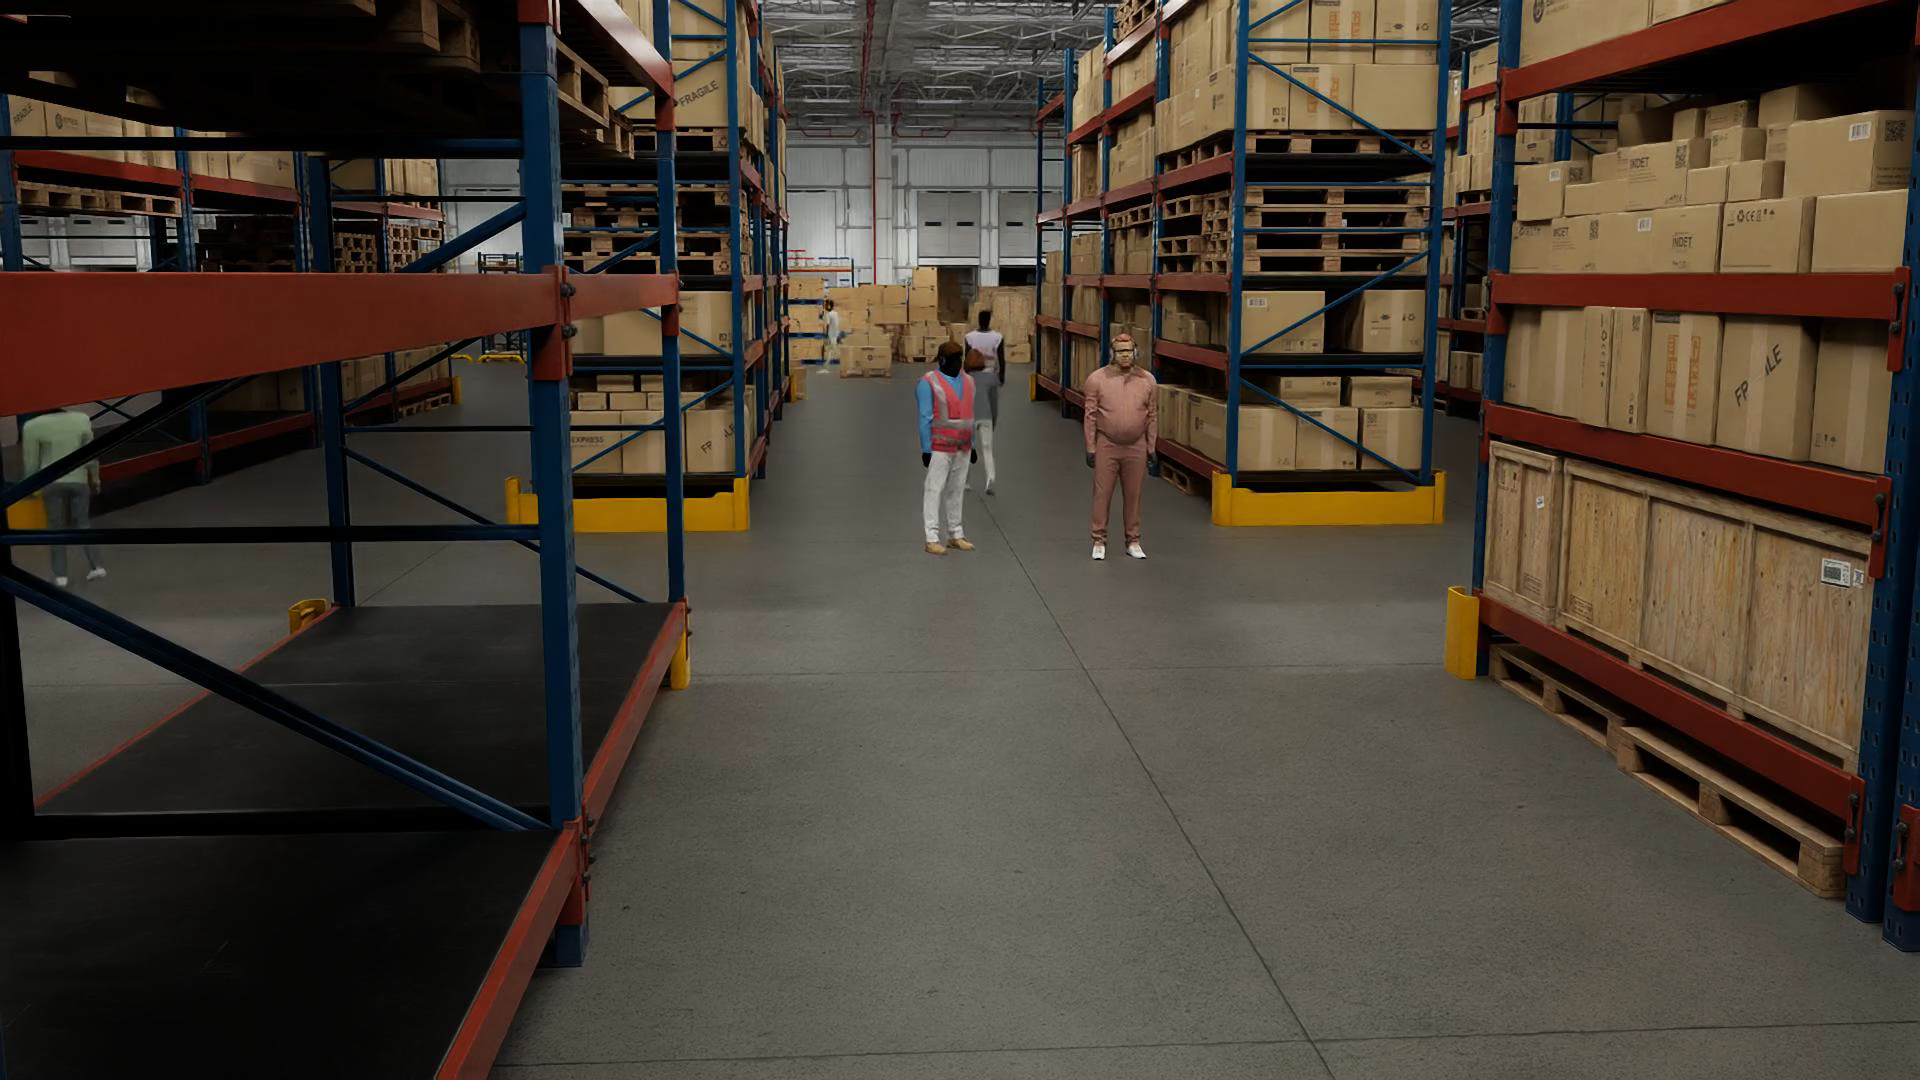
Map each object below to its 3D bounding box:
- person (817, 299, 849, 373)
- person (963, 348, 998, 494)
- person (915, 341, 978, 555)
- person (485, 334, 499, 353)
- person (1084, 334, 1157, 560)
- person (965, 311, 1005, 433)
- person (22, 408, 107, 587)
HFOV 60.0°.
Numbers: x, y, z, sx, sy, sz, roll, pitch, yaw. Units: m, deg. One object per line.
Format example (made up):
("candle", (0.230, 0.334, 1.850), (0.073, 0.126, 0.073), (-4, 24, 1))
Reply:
("person", (-3.046, -4.953, 40.544), (0.934, 1.834, 0.529), (3, 10, 18))
("person", (0.203, -1.309, 18.334), (0.501, 1.605, 0.746), (-2, 9, -11))
("person", (-0.087, -0.801, 14.410), (0.624, 1.845, 0.430), (-8, 12, -40))
("person", (-14.583, -6.768, 51.600), (0.353, 1.930, 0.594), (6, 11, 34))
("person", (1.367, -0.780, 14.076), (0.639, 1.910, 0.407), (-1, 9, -8))
("person", (0.376, -2.508, 25.050), (0.609, 1.873, 1.004), (0, 9, -2))
("person", (-6.924, -0.431, 12.819), (0.328, 1.613, 0.537), (8, 12, 40))
